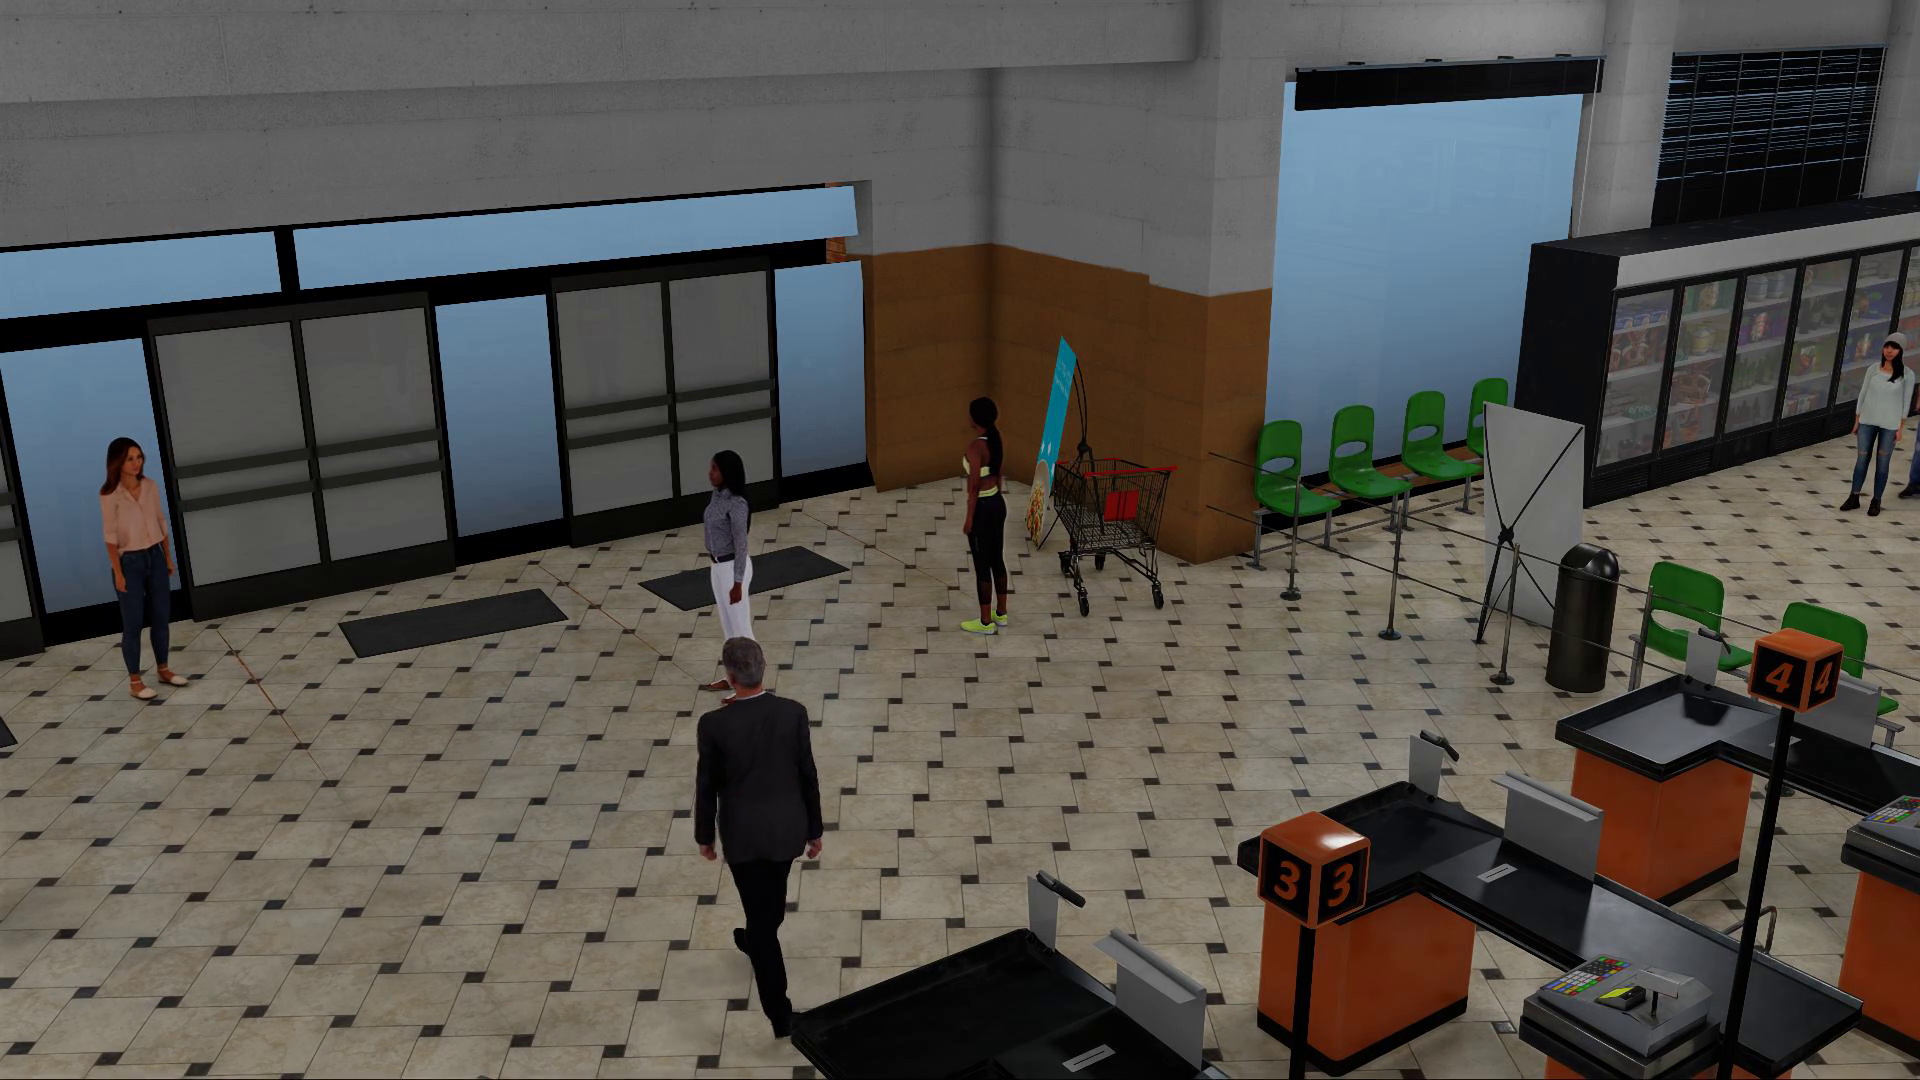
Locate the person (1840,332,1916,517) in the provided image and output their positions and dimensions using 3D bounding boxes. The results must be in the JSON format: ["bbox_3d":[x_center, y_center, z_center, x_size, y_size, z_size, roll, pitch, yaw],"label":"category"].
[{"bbox_3d":[8.225,-1.046,14.870,0.512,1.645,0.671,16,24,40],"label":"person"}]

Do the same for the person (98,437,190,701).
[{"bbox_3d":[-5.446,0.176,11.021,0.672,1.787,0.667,10,21,28],"label":"person"}]

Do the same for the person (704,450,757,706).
[{"bbox_3d":[-1.510,0.235,10.948,0.678,1.724,0.491,-9,21,-26],"label":"person"}]

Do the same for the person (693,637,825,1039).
[{"bbox_3d":[-0.851,1.367,7.499,0.924,1.782,1.264,-4,19,-13],"label":"person"}]

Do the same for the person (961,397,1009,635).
[{"bbox_3d":[0.193,-0.181,12.134,0.608,1.753,0.628,13,23,33],"label":"person"}]
